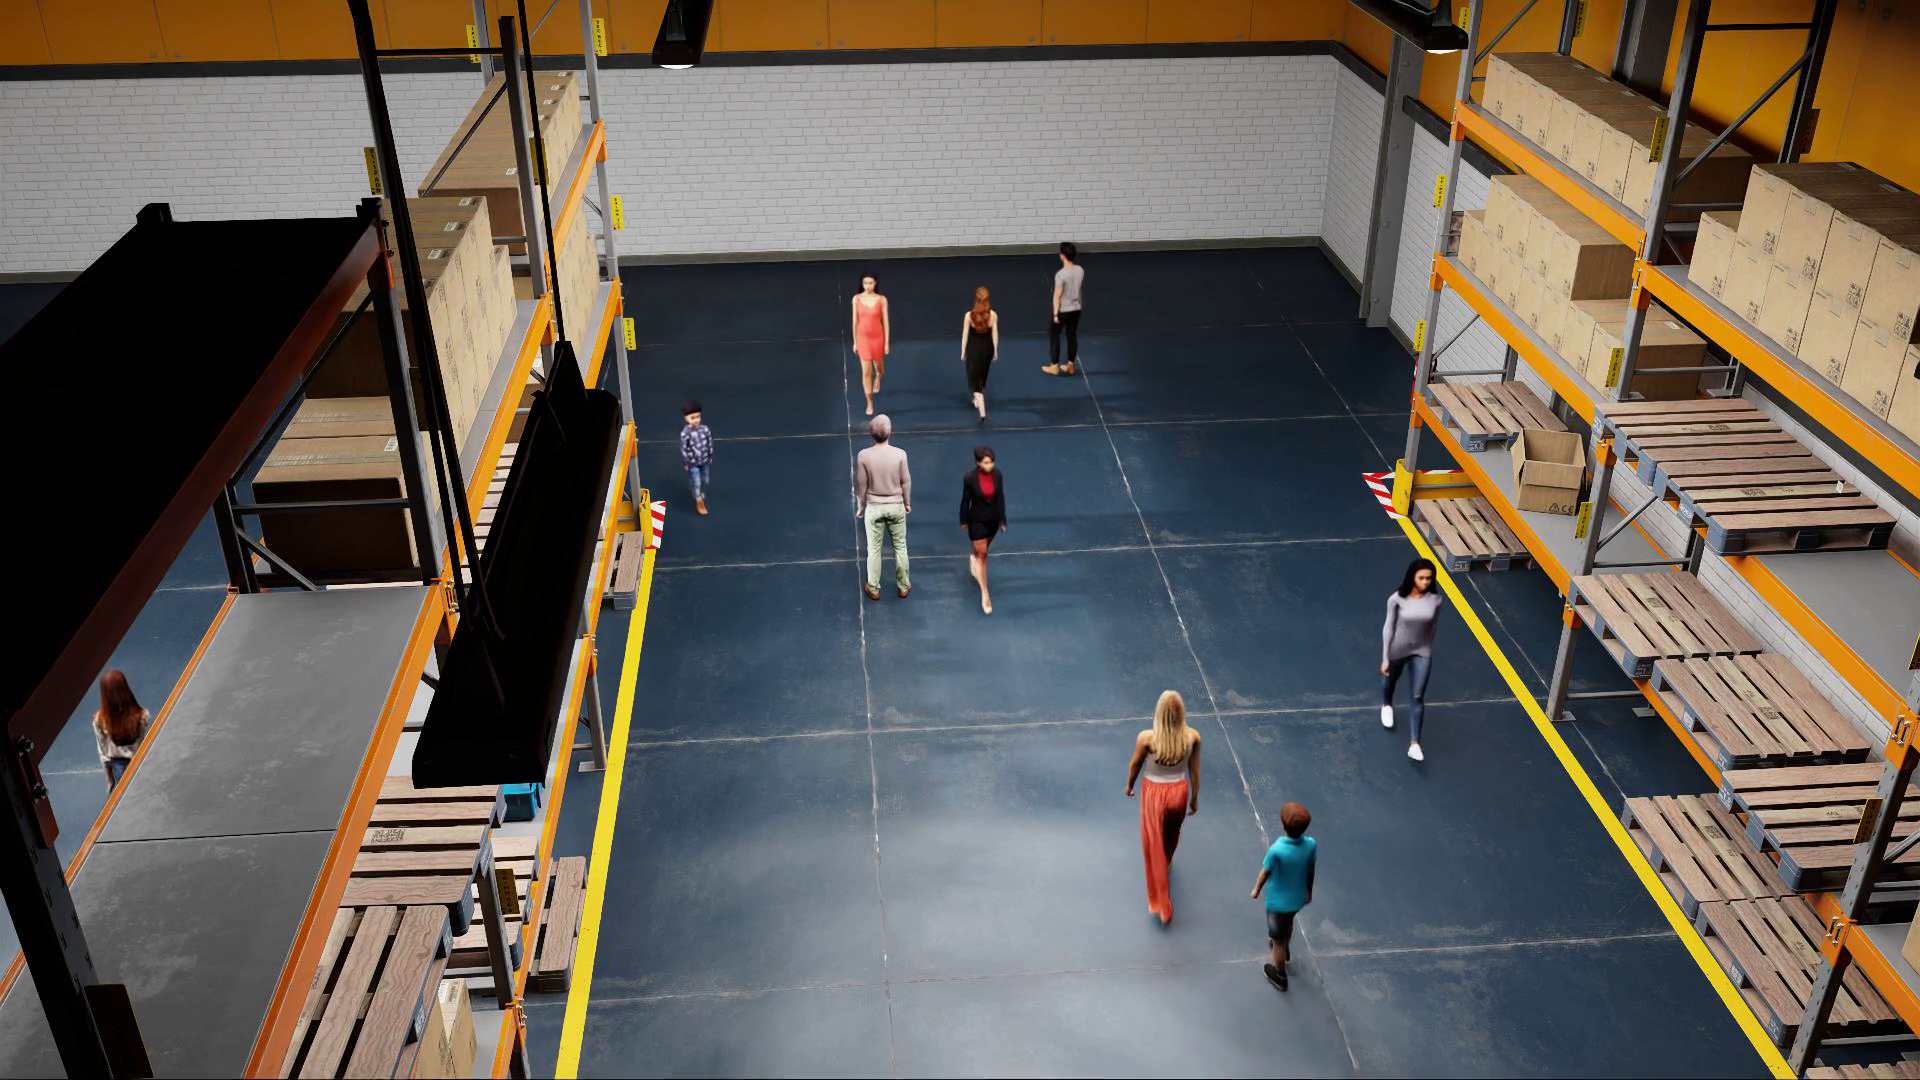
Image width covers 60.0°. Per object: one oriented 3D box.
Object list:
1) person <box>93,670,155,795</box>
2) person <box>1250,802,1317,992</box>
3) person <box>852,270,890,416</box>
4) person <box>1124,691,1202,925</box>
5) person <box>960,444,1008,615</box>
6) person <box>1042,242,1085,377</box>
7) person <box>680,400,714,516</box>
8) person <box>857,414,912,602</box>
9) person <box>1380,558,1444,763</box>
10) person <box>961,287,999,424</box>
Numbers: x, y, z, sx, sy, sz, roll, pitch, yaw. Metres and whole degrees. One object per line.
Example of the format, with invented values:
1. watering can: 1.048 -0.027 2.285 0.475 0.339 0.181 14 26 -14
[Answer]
1. person: -6.009 1.755 12.117 0.601 1.695 1.116 -2 29 -3
2. person: 2.227 2.421 11.167 0.634 1.436 0.725 -13 31 -22
3. person: -1.047 -2.382 19.706 0.657 1.691 1.091 0 29 0
4. person: 1.451 1.925 11.738 0.667 1.761 1.173 -2 29 -4
5. person: 0.189 -0.168 15.749 0.762 1.593 1.104 -11 30 -19
6. person: 1.363 -2.833 20.514 0.730 1.709 0.763 -18 33 -29
7. person: -2.779 -0.891 17.439 0.650 1.244 0.759 -16 32 -27
8. person: -0.711 -0.291 15.689 0.673 1.866 0.588 -3 29 -6
9. person: 3.656 0.888 13.714 0.751 1.688 1.183 2 29 4
10. person: 0.237 -2.132 19.351 0.670 1.592 1.066 -6 29 -11
